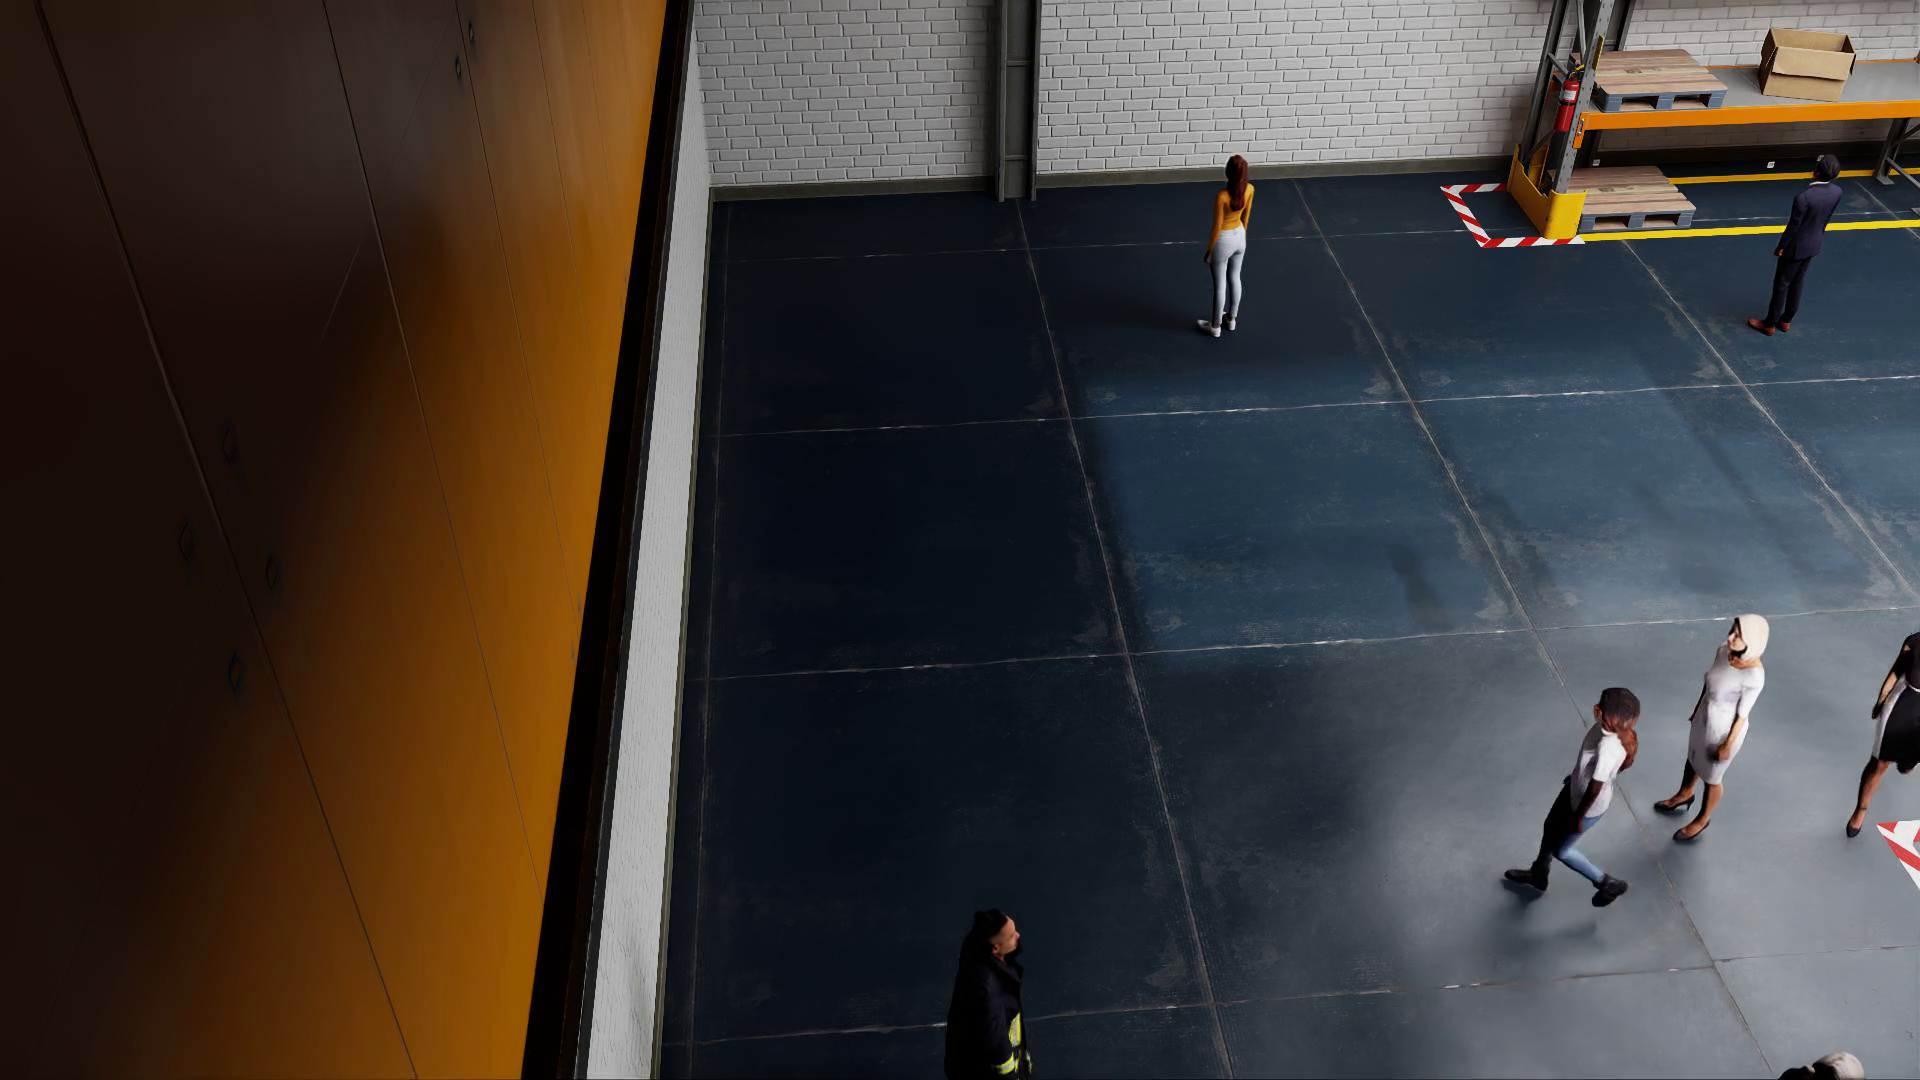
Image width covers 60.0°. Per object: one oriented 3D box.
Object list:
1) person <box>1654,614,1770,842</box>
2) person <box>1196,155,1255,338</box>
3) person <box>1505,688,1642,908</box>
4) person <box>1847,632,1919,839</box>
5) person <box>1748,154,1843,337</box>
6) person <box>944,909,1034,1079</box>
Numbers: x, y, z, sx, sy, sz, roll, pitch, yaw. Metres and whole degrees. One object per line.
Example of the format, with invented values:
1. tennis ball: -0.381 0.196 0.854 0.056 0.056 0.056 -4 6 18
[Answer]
1. person: 4.641 1.130 10.159 0.529 1.748 0.575 -6 39 -8
2. person: 2.403 -2.636 14.871 0.640 1.751 0.737 -21 43 -24
3. person: 3.696 1.524 9.699 1.001 1.705 0.831 11 40 14
4. person: 5.861 1.065 10.216 0.979 1.778 0.995 23 44 26
5. person: 7.524 -2.635 14.890 0.576 1.726 0.755 -15 41 -18
6. person: 0.043 2.498 8.381 1.131 1.829 0.878 5 39 6
